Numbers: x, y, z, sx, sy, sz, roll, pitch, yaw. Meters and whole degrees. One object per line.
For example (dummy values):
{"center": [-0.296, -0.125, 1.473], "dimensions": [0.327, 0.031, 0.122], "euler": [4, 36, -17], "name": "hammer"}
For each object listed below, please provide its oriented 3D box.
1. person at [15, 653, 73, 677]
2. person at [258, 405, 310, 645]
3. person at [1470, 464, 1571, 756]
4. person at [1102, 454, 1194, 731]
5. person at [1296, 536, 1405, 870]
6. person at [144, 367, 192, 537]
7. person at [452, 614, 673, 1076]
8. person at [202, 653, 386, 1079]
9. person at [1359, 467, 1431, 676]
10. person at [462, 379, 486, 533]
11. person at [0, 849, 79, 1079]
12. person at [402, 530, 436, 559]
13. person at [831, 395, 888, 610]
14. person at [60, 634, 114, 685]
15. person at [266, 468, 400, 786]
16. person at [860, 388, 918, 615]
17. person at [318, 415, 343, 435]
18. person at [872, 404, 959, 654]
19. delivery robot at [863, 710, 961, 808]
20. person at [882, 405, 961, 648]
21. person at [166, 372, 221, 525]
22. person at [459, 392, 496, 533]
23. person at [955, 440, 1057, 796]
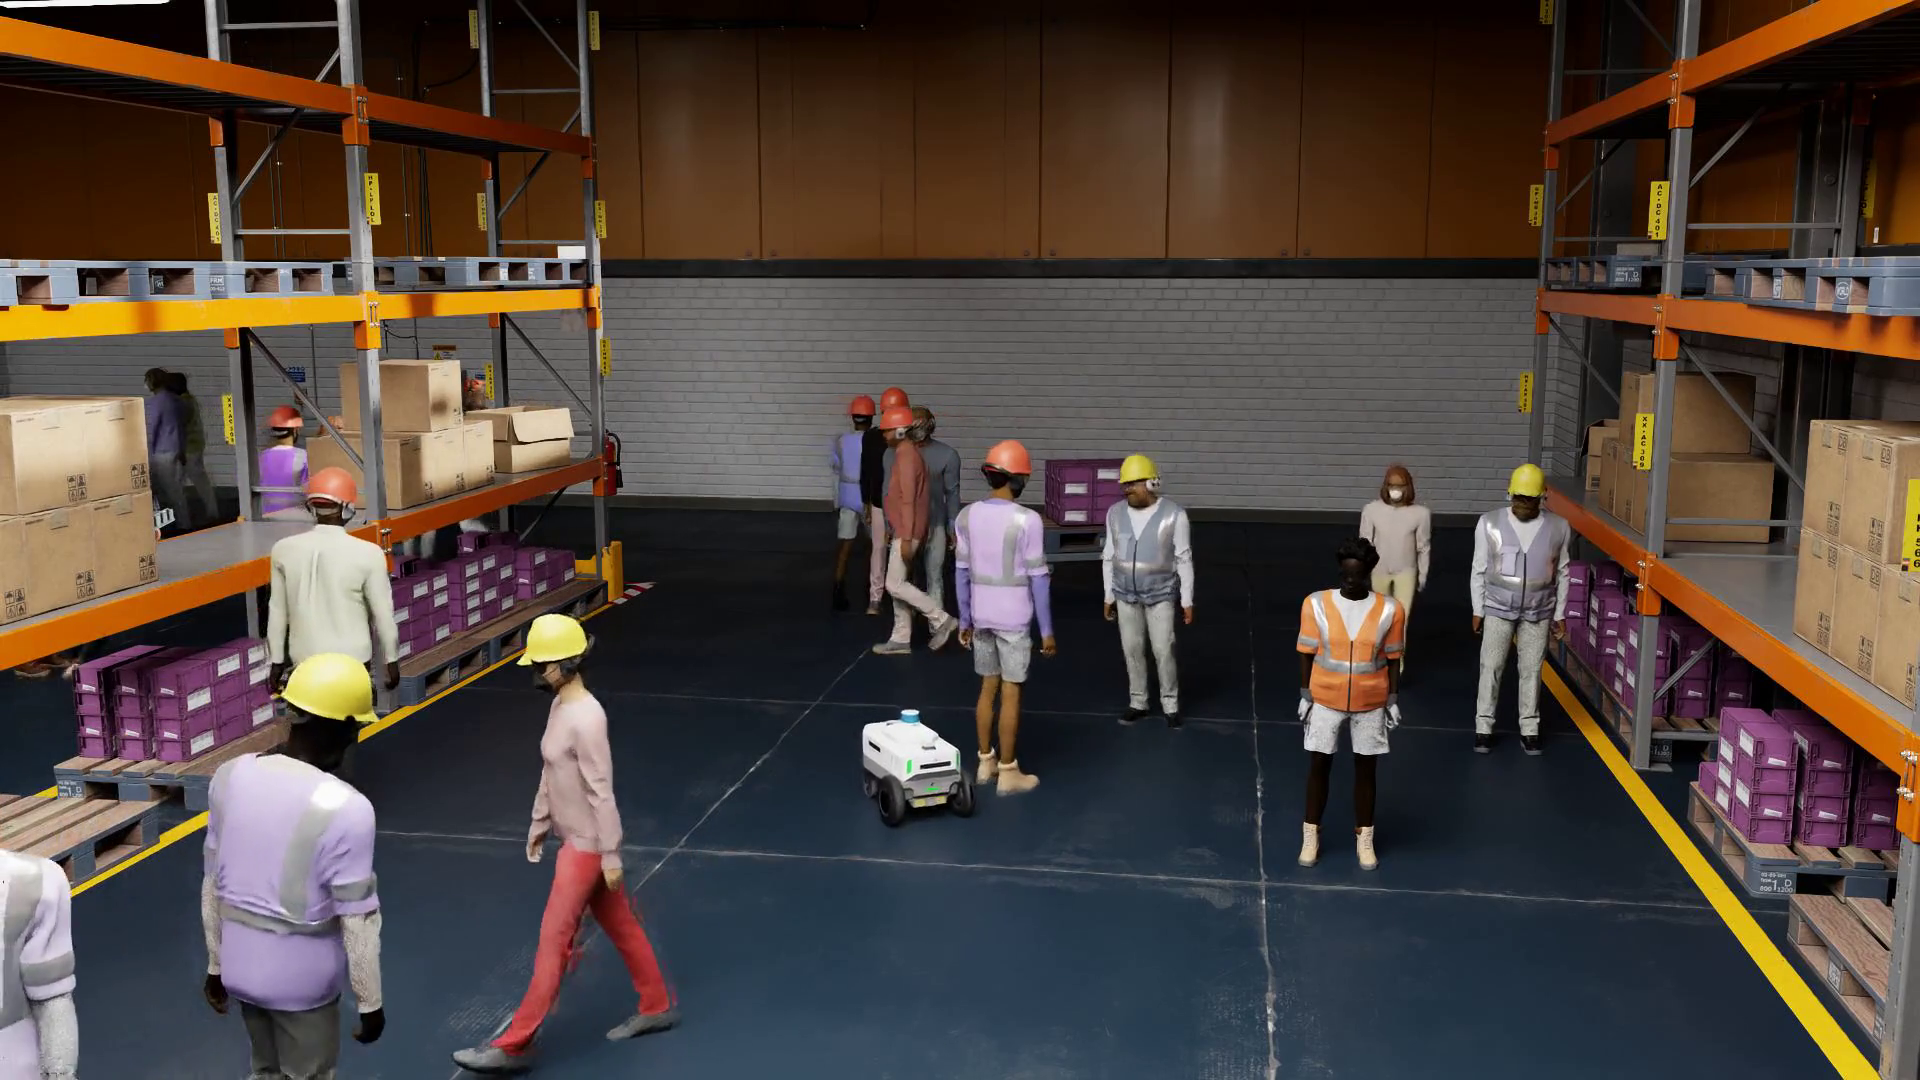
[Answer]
{"center": [-6.888, 0.061, 12.354], "dimensions": [0.361, 1.884, 0.574], "euler": [1, 9, 6], "name": "person"}
{"center": [-5.334, -0.116, 13.306], "dimensions": [0.567, 1.926, 0.400], "euler": [1, 9, 8], "name": "person"}
{"center": [3.456, 0.429, 10.279], "dimensions": [0.588, 1.821, 0.404], "euler": [2, 9, 11], "name": "person"}
{"center": [1.236, 0.353, 10.860], "dimensions": [0.665, 1.801, 0.410], "euler": [5, 10, 27], "name": "person"}
{"center": [1.945, 0.810, 8.325], "dimensions": [0.532, 1.692, 0.322], "euler": [2, 9, 11], "name": "person"}
{"center": [-9.013, -0.970, 18.644], "dimensions": [0.756, 1.911, 0.637], "euler": [-1, 9, -8], "name": "person"}
{"center": [-1.495, 1.130, 6.260], "dimensions": [0.869, 1.720, 0.529], "euler": [-3, 10, -20], "name": "person"}
{"center": [-1.974, 1.271, 4.880], "dimensions": [0.631, 1.887, 0.586], "euler": [5, 10, 27], "name": "person"}
{"center": [3.110, 0.268, 11.977], "dimensions": [0.499, 1.586, 0.867], "euler": [4, 10, 23], "name": "person"}
{"center": [-5.016, -0.723, 17.198], "dimensions": [0.361, 1.882, 0.575], "euler": [-1, 9, -9], "name": "person"}
{"center": [-2.466, 1.388, 4.107], "dimensions": [0.556, 1.917, 0.829], "euler": [-6, 11, -31], "name": "person"}
{"center": [-5.207, -0.563, 16.098], "dimensions": [0.639, 1.917, 0.653], "euler": [-1, 9, -9], "name": "person"}
{"center": [-0.917, -0.338, 14.791], "dimensions": [0.558, 1.904, 0.940], "euler": [3, 10, 18], "name": "person"}
{"center": [-6.132, 0.291, 11.555], "dimensions": [0.537, 1.688, 0.423], "euler": [3, 10, 18], "name": "person"}
{"center": [-3.251, 0.597, 8.771], "dimensions": [0.656, 1.967, 0.725], "euler": [1, 9, 4], "name": "person"}
{"center": [-0.566, -0.329, 14.437], "dimensions": [0.611, 1.990, 0.392], "euler": [0, 9, 2], "name": "person"}
{"center": [-5.909, -0.367, 15.765], "dimensions": [0.268, 1.630, 0.507], "euler": [-8, 12, -41], "name": "person"}
{"center": [-0.370, -0.065, 12.858], "dimensions": [0.571, 1.971, 0.638], "euler": [0, 9, -3], "name": "person"}
{"center": [-0.276, 1.185, 9.221], "dimensions": [0.477, 0.478, 0.707], "euler": [-4, 10, -24], "name": "delivery robot"}
{"center": [-0.308, -0.100, 13.181], "dimensions": [0.629, 1.940, 0.377], "euler": [1, 9, 6], "name": "person"}
{"center": [-9.147, -1.045, 19.413], "dimensions": [0.913, 1.796, 0.645], "euler": [-4, 10, -26], "name": "person"}
{"center": [-4.606, -0.516, 16.135], "dimensions": [0.486, 1.819, 0.657], "euler": [0, 9, 1], "name": "person"}
{"center": [0.259, 0.442, 9.543], "dimensions": [0.612, 2.043, 0.404], "euler": [9, 13, 42], "name": "person"}
